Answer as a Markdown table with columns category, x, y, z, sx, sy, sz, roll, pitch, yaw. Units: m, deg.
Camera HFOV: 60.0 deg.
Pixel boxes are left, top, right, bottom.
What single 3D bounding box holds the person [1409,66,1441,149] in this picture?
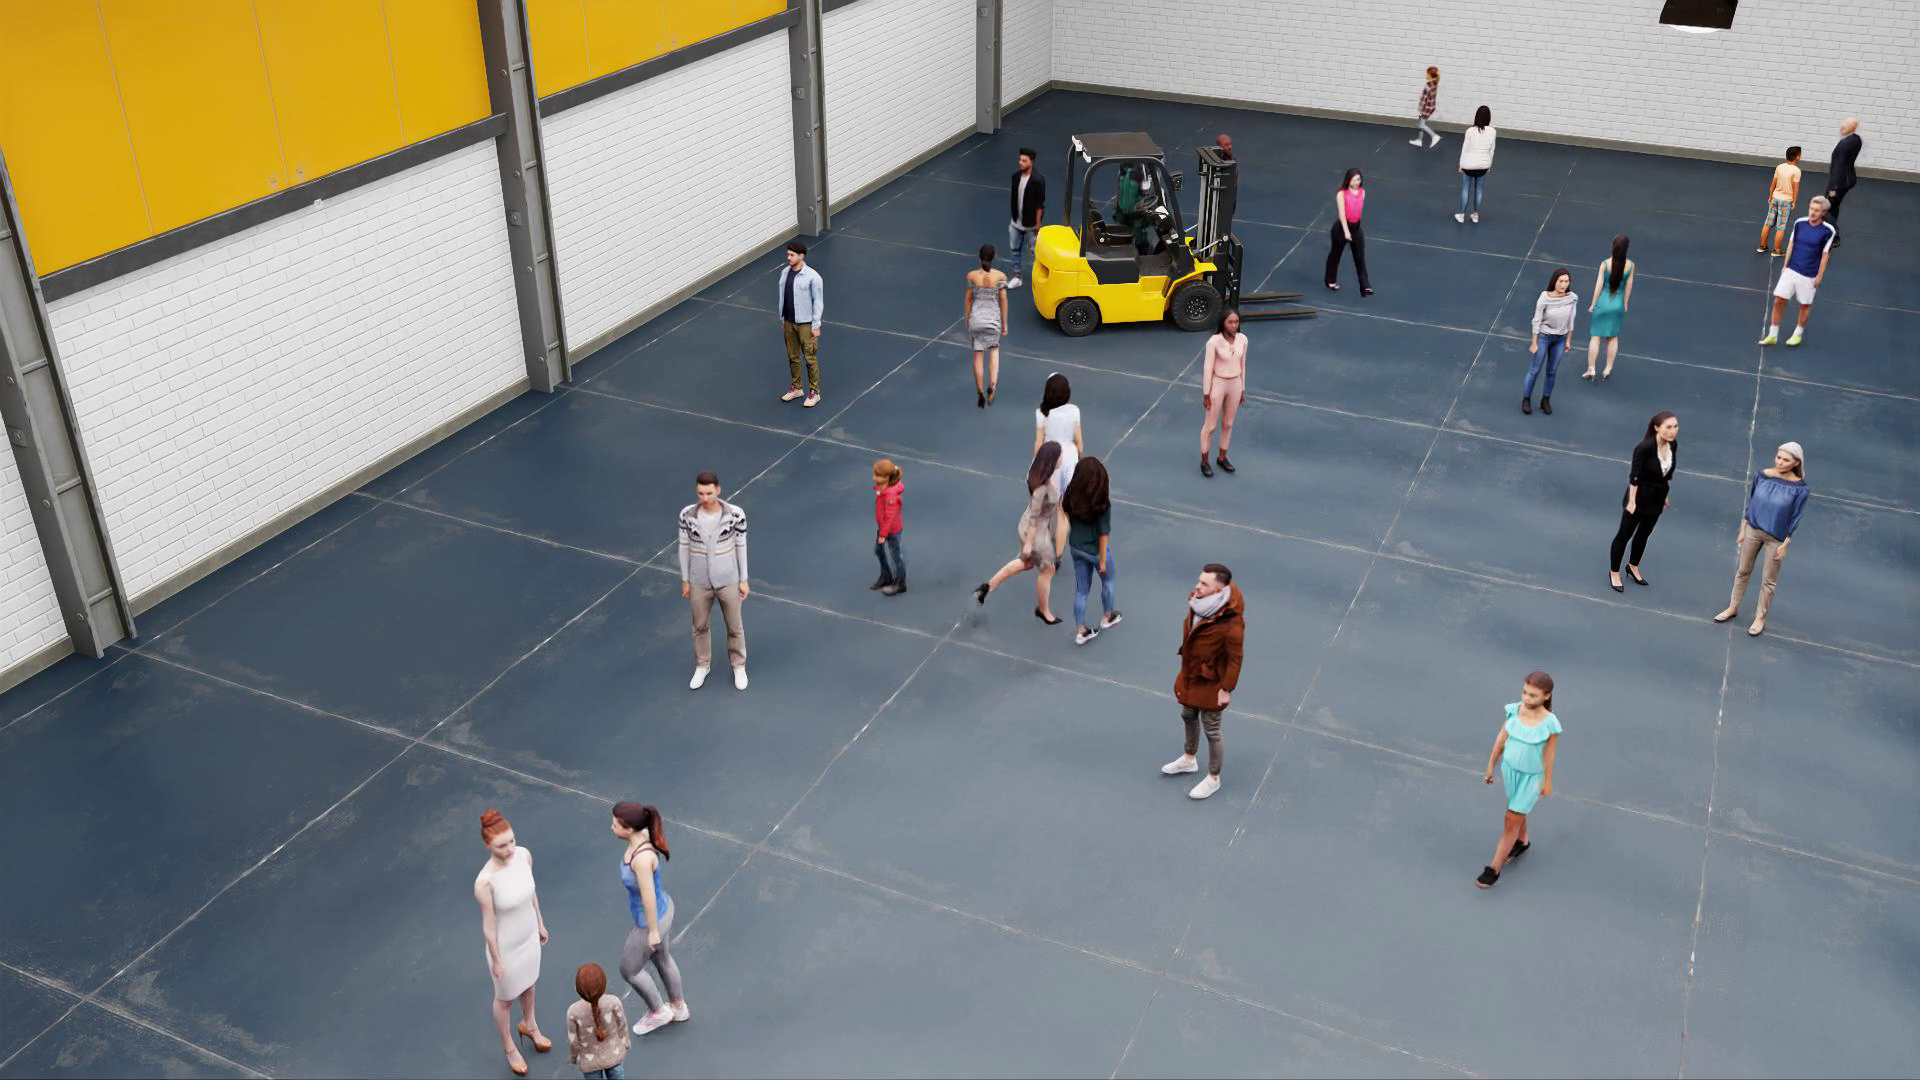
| category | x | y | z | sx | sy | sz | roll | pitch | yaw |
| --- | --- | --- | --- | --- | --- | --- | --- | --- | --- |
| person | 7.592 | -6.966 | 26.853 | 0.650 | 1.290 | 0.722 | 19 | 34 | 30 |

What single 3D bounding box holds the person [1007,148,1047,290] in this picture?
| category | x | y | z | sx | sy | sz | roll | pitch | yaw |
| --- | --- | --- | --- | --- | --- | --- | --- | --- | --- |
| person | 0.911 | -4.084 | 21.055 | 0.895 | 1.782 | 1.149 | 25 | 37 | 38 |

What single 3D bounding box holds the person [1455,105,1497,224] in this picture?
| category | x | y | z | sx | sy | sz | roll | pitch | yaw |
| --- | --- | --- | --- | --- | --- | --- | --- | --- | --- |
| person | 7.267 | -5.297 | 23.431 | 0.693 | 1.636 | 0.699 | -1 | 29 | -2 |

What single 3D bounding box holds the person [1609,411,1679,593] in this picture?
| category | x | y | z | sx | sy | sz | roll | pitch | yaw |
| --- | --- | --- | --- | --- | --- | --- | --- | --- | --- |
| person | 5.909 | -0.354 | 14.344 | 0.678 | 1.661 | 0.741 | -11 | 30 | -19 |

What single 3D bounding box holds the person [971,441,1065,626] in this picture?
| category | x | y | z | sx | sy | sz | roll | pitch | yaw |
| --- | --- | --- | --- | --- | --- | --- | --- | --- | --- |
| person | 0.544 | -0.036 | 13.703 | 0.941 | 1.715 | 1.032 | -2 | 29 | -4 |

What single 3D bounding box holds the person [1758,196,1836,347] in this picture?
| category | x | y | z | sx | sy | sz | roll | pitch | yaw |
| --- | --- | --- | --- | --- | --- | --- | --- | --- | --- |
| person | 9.794 | -3.109 | 19.235 | 1.000 | 1.813 | 0.876 | -23 | 36 | -36 |

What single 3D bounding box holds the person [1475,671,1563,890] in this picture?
| category | x | y | z | sx | sy | sz | roll | pitch | yaw |
| --- | --- | --- | --- | --- | --- | --- | --- | --- | --- |
| person | 3.781 | 1.522 | 11.043 | 1.016 | 1.529 | 0.791 | -23 | 36 | -35 |

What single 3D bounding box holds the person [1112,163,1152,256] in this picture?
| category | x | y | z | sx | sy | sz | roll | pitch | yaw |
| --- | --- | --- | --- | --- | --- | --- | --- | --- | --- |
| person | 2.234 | -4.158 | 21.202 | 0.896 | 1.770 | 0.953 | 25 | 37 | 38 |

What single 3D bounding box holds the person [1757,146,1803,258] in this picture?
| category | x | y | z | sx | sy | sz | roll | pitch | yaw |
| --- | --- | --- | --- | --- | --- | --- | --- | --- | --- |
| person | 10.989 | -4.541 | 22.228 | 0.618 | 1.461 | 0.599 | -18 | 33 | -29 |

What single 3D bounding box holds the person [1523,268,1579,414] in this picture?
| category | x | y | z | sx | sy | sz | roll | pitch | yaw |
| --- | --- | --- | --- | --- | --- | --- | --- | --- | --- |
| person | 6.235 | -2.113 | 17.599 | 0.675 | 1.630 | 0.687 | -3 | 29 | -6 |

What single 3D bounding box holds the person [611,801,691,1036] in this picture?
| category | x | y | z | sx | sy | sz | roll | pitch | yaw |
| --- | --- | --- | --- | --- | --- | --- | --- | --- | --- |
| person | -1.741 | 2.203 | 9.725 | 0.764 | 1.594 | 0.684 | -4 | 29 | -7 |

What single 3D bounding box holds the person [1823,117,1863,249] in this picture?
| category | x | y | z | sx | sy | sz | roll | pitch | yaw |
| --- | --- | --- | --- | --- | --- | --- | --- | --- | --- |
| person | 11.819 | -4.783 | 22.340 | 0.941 | 1.778 | 1.043 | -16 | 32 | -27 |

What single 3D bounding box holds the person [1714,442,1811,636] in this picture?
| category | x | y | z | sx | sy | sz | roll | pitch | yaw |
| --- | --- | --- | --- | --- | --- | --- | --- | --- | --- |
| person | 6.659 | -0.035 | 13.719 | 0.690 | 1.697 | 0.691 | -23 | 36 | -36 |

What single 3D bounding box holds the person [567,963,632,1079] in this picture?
| category | x | y | z | sx | sy | sz | roll | pitch | yaw |
| --- | --- | --- | --- | --- | --- | --- | --- | --- | --- |
| person | -1.965 | 2.784 | 9.078 | 0.550 | 1.194 | 0.612 | -10 | 30 | -18 |

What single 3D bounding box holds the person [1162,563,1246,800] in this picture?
| category | x | y | z | sx | sy | sz | roll | pitch | yaw |
| --- | --- | --- | --- | --- | --- | --- | --- | --- | --- |
| person | 1.746 | 0.965 | 11.739 | 0.886 | 1.838 | 0.842 | -14 | 32 | -24 |

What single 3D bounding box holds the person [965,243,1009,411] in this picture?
| category | x | y | z | sx | sy | sz | roll | pitch | yaw |
| --- | --- | --- | --- | --- | --- | --- | --- | --- | --- |
| person | 0.271 | -2.220 | 17.608 | 0.747 | 1.811 | 0.800 | 0 | 29 | -1 |

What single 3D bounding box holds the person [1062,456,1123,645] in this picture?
| category | x | y | z | sx | sy | sz | roll | pitch | yaw |
| --- | --- | --- | --- | --- | --- | --- | --- | --- | --- |
| person | 1.002 | 0.117 | 13.548 | 0.709 | 1.595 | 0.866 | 23 | 36 | 35 |

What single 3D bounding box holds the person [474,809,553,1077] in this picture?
| category | x | y | z | sx | sy | sz | roll | pitch | yaw |
| --- | --- | --- | --- | --- | --- | --- | --- | --- | --- |
| person | -2.524 | 2.269 | 9.398 | 0.647 | 1.792 | 0.456 | 15 | 32 | 26 |

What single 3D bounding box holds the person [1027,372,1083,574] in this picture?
| category | x | y | z | sx | sy | sz | roll | pitch | yaw |
| --- | --- | --- | --- | --- | --- | --- | --- | --- | --- |
| person | 0.865 | -0.536 | 14.558 | 0.970 | 1.775 | 1.164 | -2 | 29 | -4 |

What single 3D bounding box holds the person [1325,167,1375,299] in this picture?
| category | x | y | z | sx | sy | sz | roll | pitch | yaw |
| --- | --- | --- | --- | --- | --- | --- | --- | --- | --- |
| person | 4.785 | -3.855 | 20.806 | 1.059 | 1.618 | 1.070 | -14 | 32 | -24 |

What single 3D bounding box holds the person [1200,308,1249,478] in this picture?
| category | x | y | z | sx | sy | sz | roll | pitch | yaw |
| --- | --- | --- | --- | --- | --- | --- | --- | --- | --- |
| person | 2.583 | -1.458 | 16.306 | 0.680 | 1.720 | 0.745 | -11 | 30 | -19 |

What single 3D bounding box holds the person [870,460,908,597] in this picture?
| category | x | y | z | sx | sy | sz | roll | pitch | yaw |
| --- | --- | --- | --- | --- | --- | --- | --- | --- | --- |
| person | -0.537 | -0.114 | 14.274 | 0.659 | 1.305 | 0.604 | -12 | 31 | -20 |

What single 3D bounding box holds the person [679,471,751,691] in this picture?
| category | x | y | z | sx | sy | sz | roll | pitch | yaw |
| --- | --- | --- | --- | --- | --- | --- | --- | --- | --- |
| person | -1.910 | 0.286 | 12.959 | 0.765 | 1.862 | 0.735 | 0 | 29 | -1 |

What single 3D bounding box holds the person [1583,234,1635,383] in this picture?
| category | x | y | z | sx | sy | sz | roll | pitch | yaw |
| --- | --- | --- | --- | --- | --- | --- | --- | --- | --- |
| person | 7.166 | -2.566 | 18.371 | 0.623 | 1.686 | 0.603 | 1 | 29 | 1 |

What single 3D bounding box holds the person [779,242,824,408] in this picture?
| category | x | y | z | sx | sy | sz | roll | pitch | yaw |
| --- | --- | --- | --- | --- | --- | --- | --- | --- | --- |
| person | -1.704 | -2.322 | 17.796 | 0.710 | 1.810 | 0.611 | 18 | 33 | 29 |
